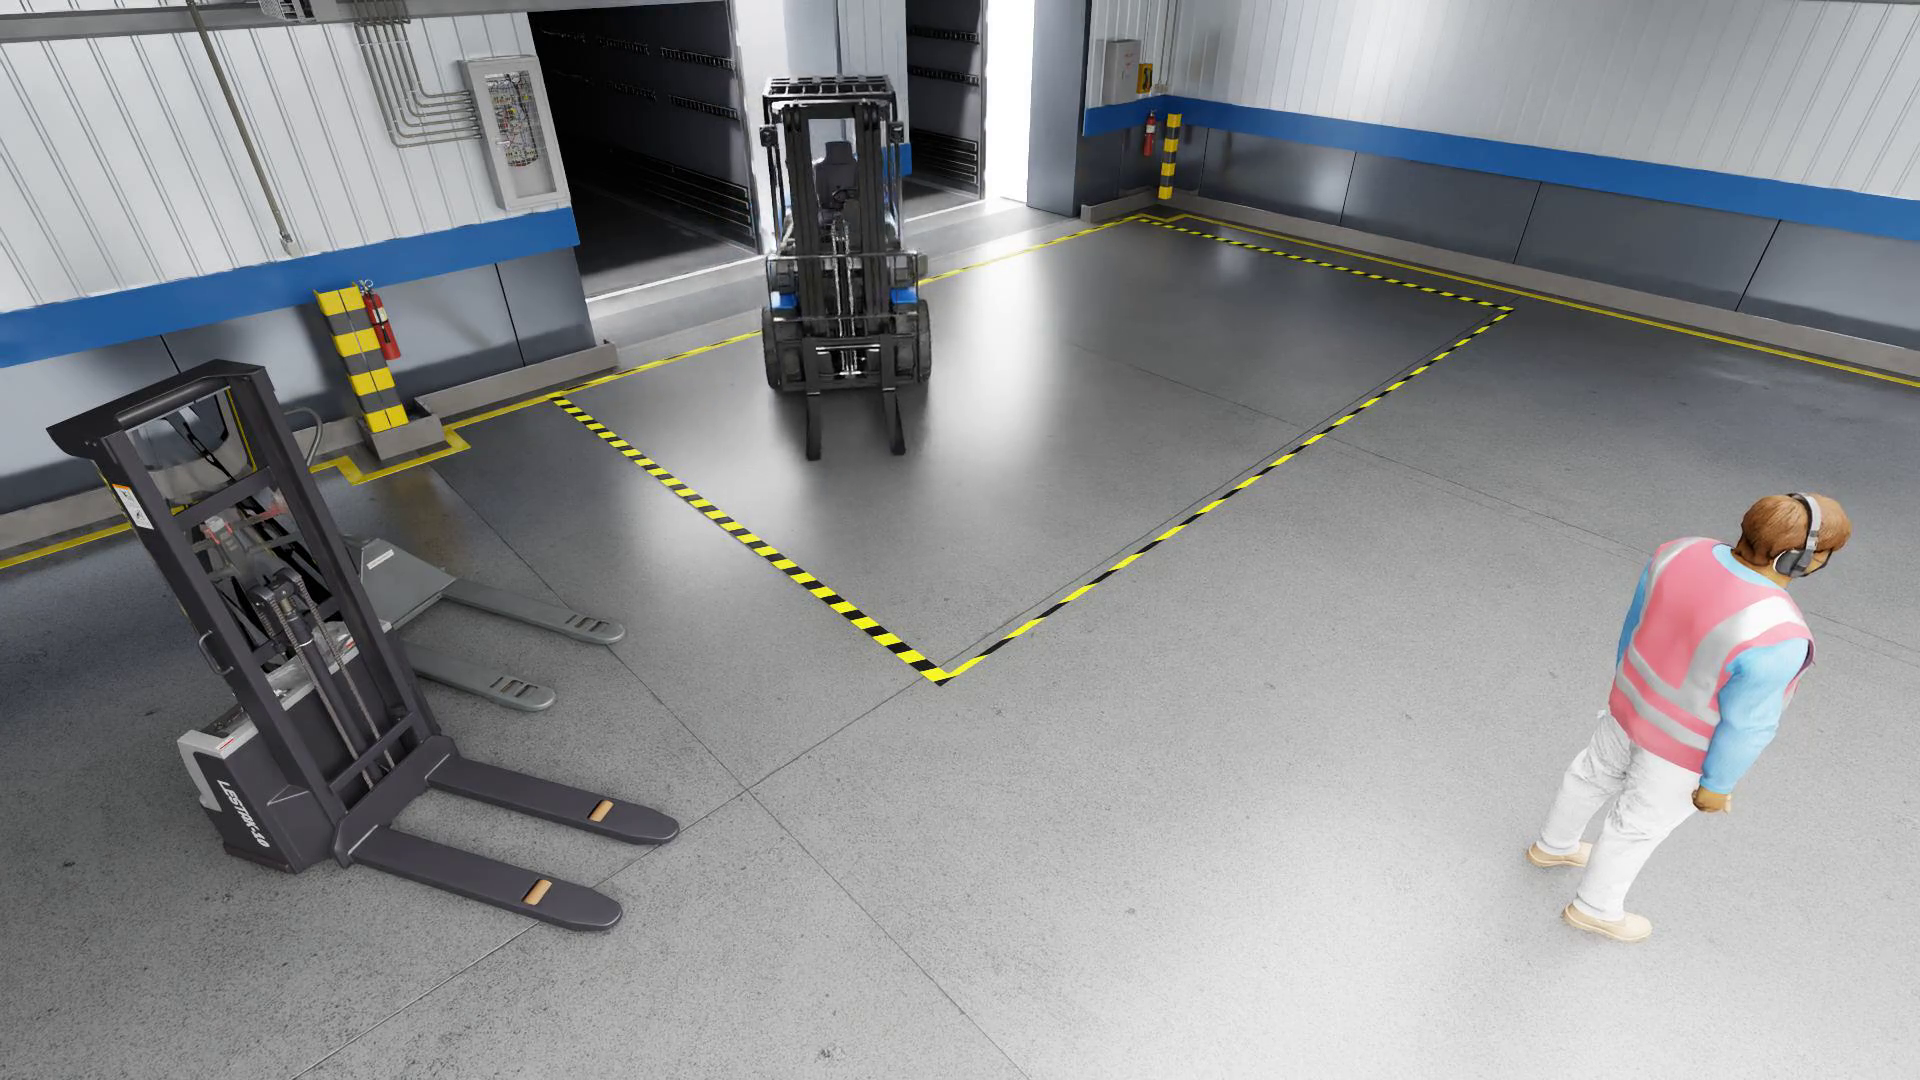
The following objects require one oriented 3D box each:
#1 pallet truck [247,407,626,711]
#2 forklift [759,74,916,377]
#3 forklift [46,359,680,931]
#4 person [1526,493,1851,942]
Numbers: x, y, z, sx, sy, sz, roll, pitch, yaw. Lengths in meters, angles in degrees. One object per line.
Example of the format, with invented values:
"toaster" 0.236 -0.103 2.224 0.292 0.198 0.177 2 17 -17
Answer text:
"pallet truck" -2.628 0.038 4.590 1.601 1.201 0.680 12 36 18
"forklift" -1.021 -2.737 7.678 1.157 2.036 2.680 -4 34 -6
"forklift" -2.135 0.422 3.354 1.885 1.965 0.823 10 35 14
"person" 2.476 0.640 3.170 0.430 1.845 0.620 2 34 3
